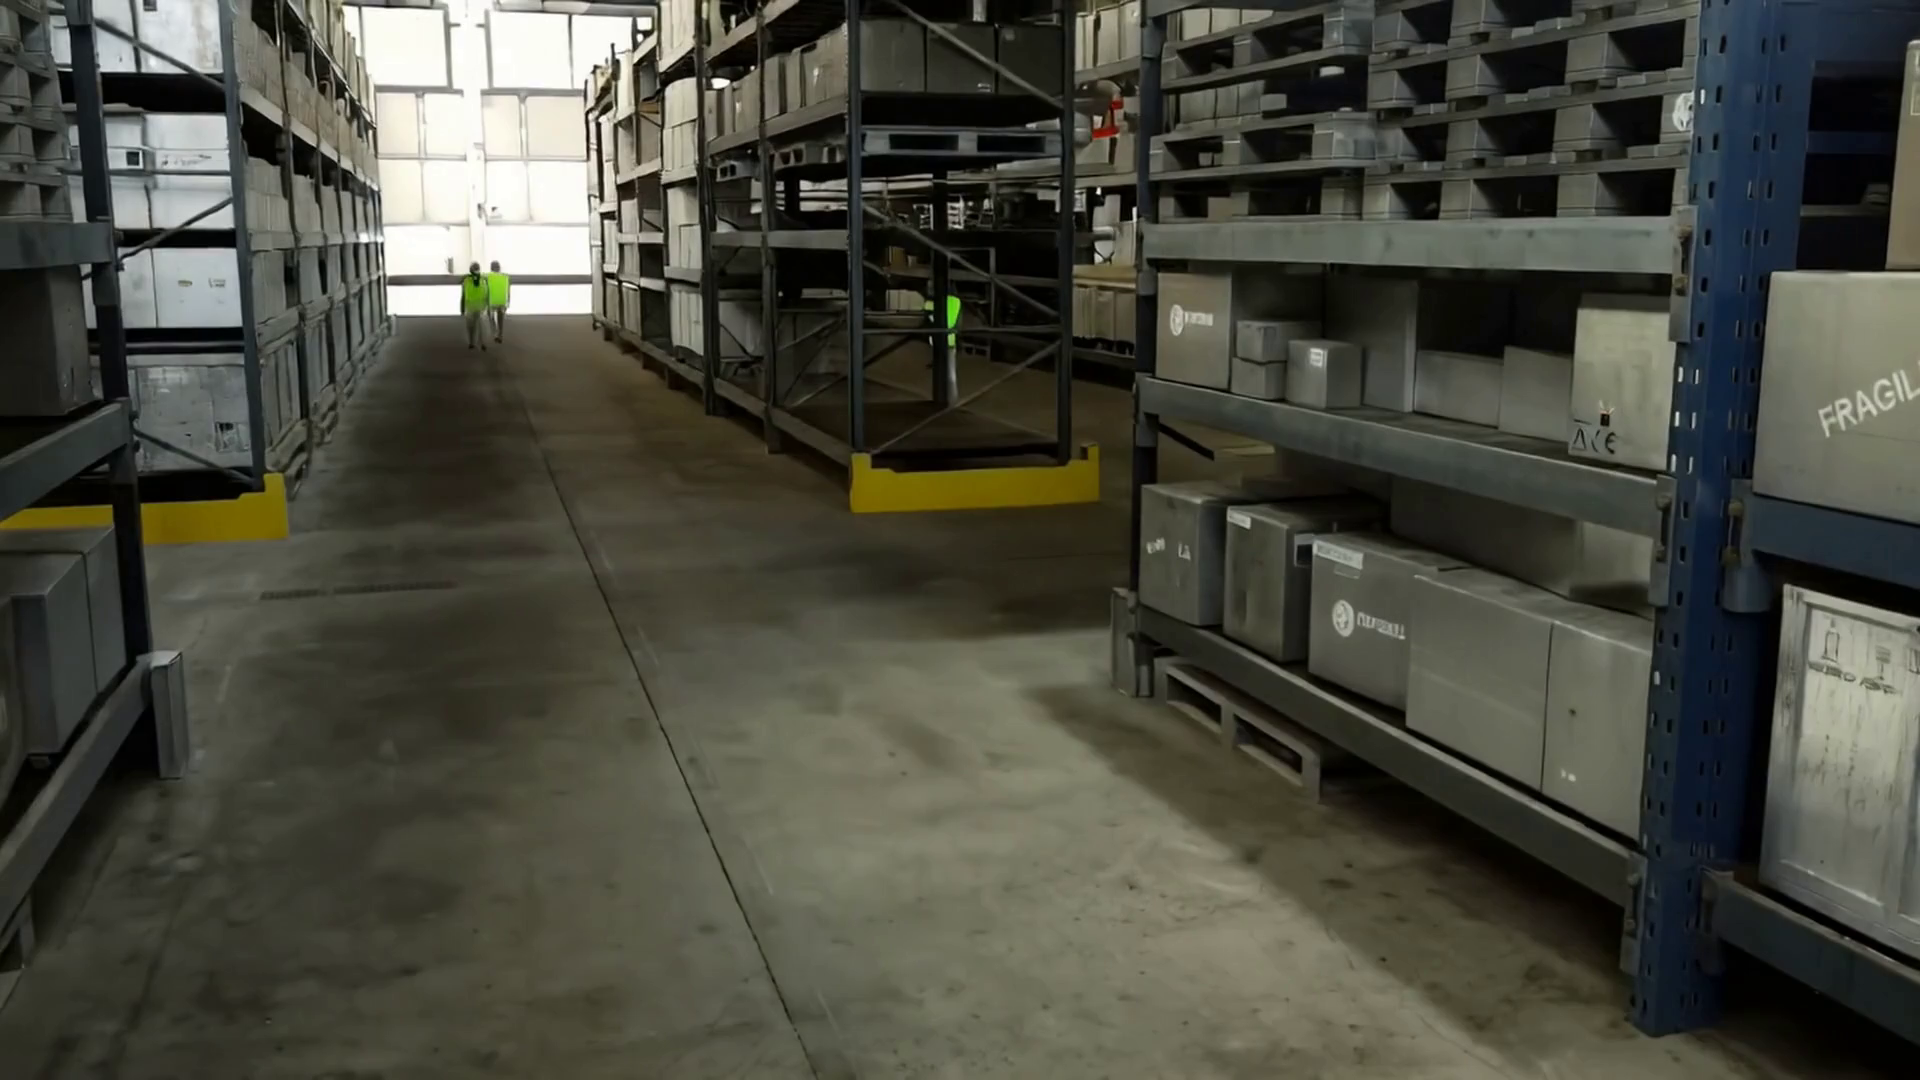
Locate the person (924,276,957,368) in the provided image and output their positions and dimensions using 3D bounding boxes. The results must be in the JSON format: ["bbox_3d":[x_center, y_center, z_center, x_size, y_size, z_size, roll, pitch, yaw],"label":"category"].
[{"bbox_3d":[-0.378,-4.024,29.799,0.655,1.906,0.407,6,12,29],"label":"person"}]

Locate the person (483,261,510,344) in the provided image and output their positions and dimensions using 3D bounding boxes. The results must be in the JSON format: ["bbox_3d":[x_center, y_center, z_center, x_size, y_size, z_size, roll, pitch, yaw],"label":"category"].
[{"bbox_3d":[-10.157,-5.197,36.455,0.629,1.824,0.448,-7,13,-35],"label":"person"}]

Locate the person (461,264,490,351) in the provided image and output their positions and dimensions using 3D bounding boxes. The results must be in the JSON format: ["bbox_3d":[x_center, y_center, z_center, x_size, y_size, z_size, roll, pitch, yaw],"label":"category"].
[{"bbox_3d":[-10.057,-4.828,34.536,0.596,1.795,0.910,-4,11,-19],"label":"person"}]

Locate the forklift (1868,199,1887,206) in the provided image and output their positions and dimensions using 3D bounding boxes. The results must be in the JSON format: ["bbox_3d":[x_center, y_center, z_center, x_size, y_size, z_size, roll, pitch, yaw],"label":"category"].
[{"bbox_3d":[11.338,-2.915,21.052,1.129,2.768,1.873,-3,11,-17],"label":"forklift"}]

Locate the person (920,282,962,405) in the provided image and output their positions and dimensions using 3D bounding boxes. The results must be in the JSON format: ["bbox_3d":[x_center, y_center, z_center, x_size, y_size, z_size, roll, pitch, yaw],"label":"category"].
[{"bbox_3d":[-0.244,-2.507,21.675,0.564,1.837,0.388,-3,11,-15],"label":"person"}]

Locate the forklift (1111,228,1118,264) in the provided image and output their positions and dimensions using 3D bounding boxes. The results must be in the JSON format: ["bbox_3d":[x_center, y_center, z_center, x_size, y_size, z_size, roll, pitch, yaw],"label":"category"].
[{"bbox_3d":[3.683,-5.607,35.807,1.129,2.768,1.873,-3,11,-17],"label":"forklift"}]
